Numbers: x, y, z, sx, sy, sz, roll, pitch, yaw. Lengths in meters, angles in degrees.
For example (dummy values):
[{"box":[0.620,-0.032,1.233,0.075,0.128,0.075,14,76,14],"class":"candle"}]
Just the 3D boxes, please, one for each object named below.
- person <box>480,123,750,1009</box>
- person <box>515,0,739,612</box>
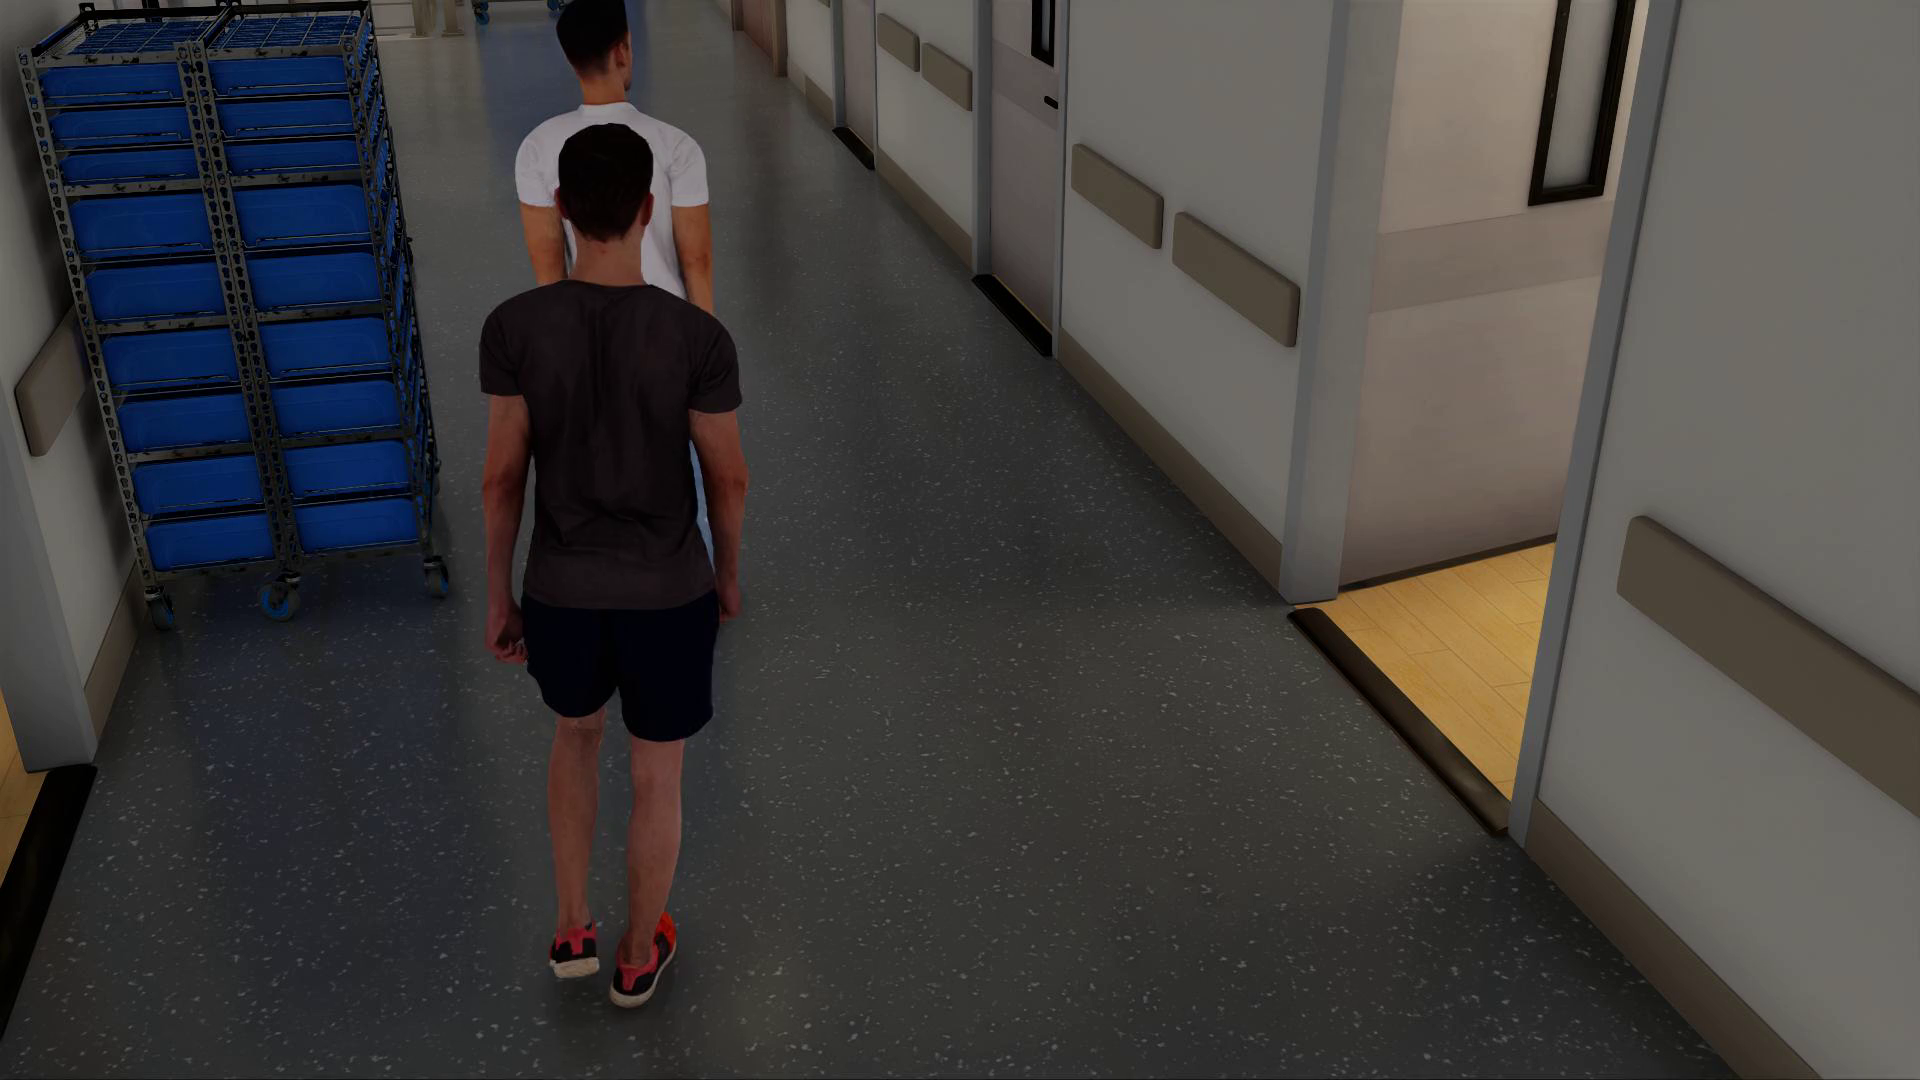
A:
[{"box":[-0.678,0.160,3.224,0.765,1.838,0.767,-2,26,-5],"class":"person"},{"box":[-0.935,-0.587,4.745,0.730,1.861,0.663,0,26,0],"class":"person"}]
